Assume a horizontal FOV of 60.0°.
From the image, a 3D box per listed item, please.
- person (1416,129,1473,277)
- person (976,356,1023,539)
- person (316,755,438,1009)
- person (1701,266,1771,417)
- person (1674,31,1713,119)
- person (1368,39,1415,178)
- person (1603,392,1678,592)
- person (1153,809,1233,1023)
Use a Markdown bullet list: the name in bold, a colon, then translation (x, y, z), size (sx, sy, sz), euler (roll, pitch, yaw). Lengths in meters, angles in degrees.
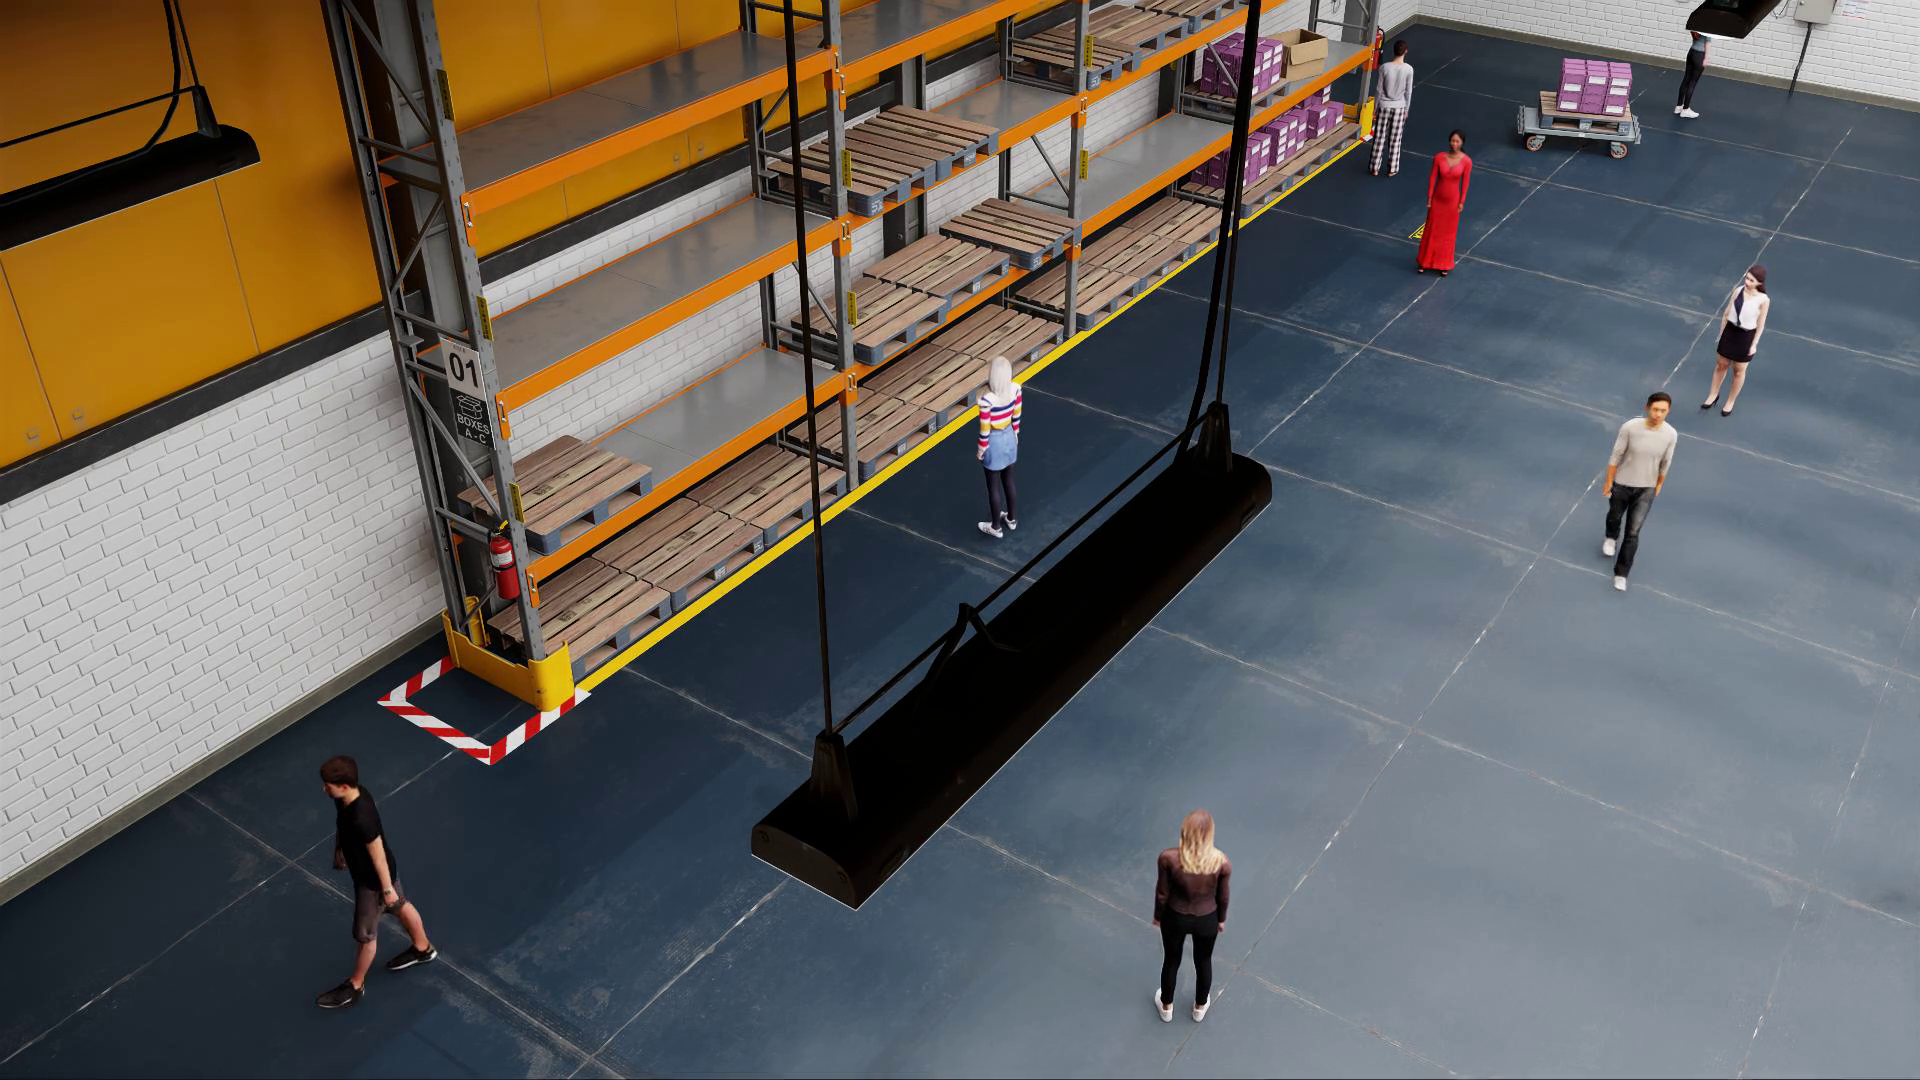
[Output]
- **person**: translation (5.785, -4.018, 19.797), size (0.679, 1.784, 0.668), euler (11, 35, 16)
- **person**: translation (0.362, -0.851, 15.011), size (0.565, 1.808, 0.766), euler (-25, 41, -32)
- **person**: translation (-3.646, 2.079, 10.578), size (1.152, 1.836, 0.963), euler (-19, 38, -26)
- **person**: translation (7.935, -2.036, 16.938), size (0.580, 1.648, 0.605), euler (-27, 42, -34)
- **person**: translation (10.876, -7.127, 24.512), size (0.731, 1.742, 0.653), euler (-2, 34, -4)
- **person**: translation (5.829, -5.832, 22.469), size (0.696, 1.847, 0.660), euler (7, 34, 11)
- **person**: translation (5.885, -0.528, 14.565), size (0.845, 1.764, 1.209), euler (12, 35, 17)
- **person**: translation (1.425, 2.342, 10.300), size (0.676, 1.704, 0.672), euler (3, 34, 5)
